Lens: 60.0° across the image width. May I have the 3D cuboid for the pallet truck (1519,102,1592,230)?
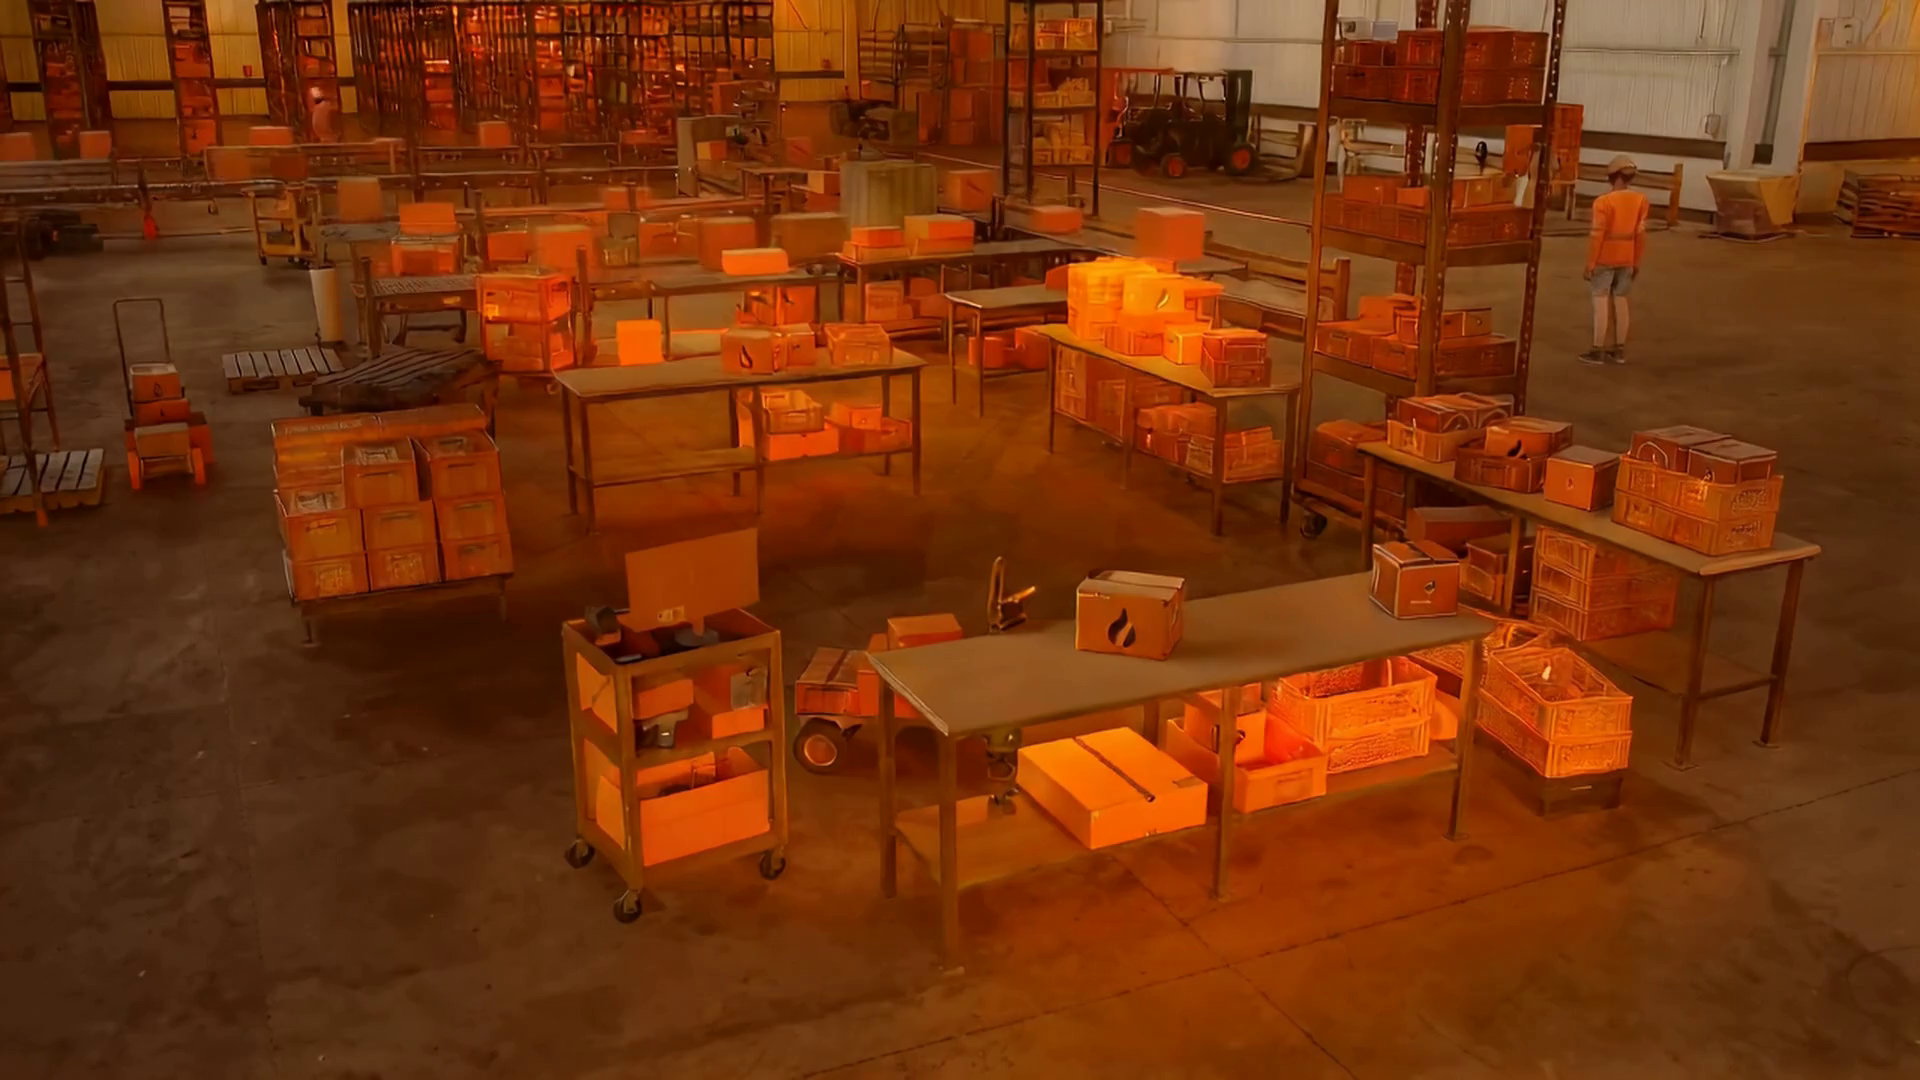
[{"bbox_3d":[9.972,-6.037,26.785,1.885,1.965,0.823,-9,20,-25],"label":"pallet truck"}]

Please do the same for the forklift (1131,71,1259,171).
[{"bbox_3d":[4.998,-8.936,35.413,2.680,1.987,1.157,-9,20,-25],"label":"forklift"}]

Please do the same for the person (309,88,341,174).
[{"bbox_3d":[-13.692,-8.791,35.762,0.458,1.819,0.599,-5,18,-16],"label":"person"}]

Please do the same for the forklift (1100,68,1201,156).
[{"bbox_3d":[4.082,-9.564,37.410,2.680,1.987,1.157,-8,19,-23],"label":"forklift"}]

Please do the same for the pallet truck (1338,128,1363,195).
[{"bbox_3d":[7.845,-7.140,31.411,1.522,1.261,0.704,-9,20,-25],"label":"pallet truck"}]

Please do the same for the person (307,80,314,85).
[{"bbox_3d":[-20.175,-13.773,51.430,0.600,1.835,0.395,-6,19,-18],"label":"person"}]

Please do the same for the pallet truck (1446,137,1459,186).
[{"bbox_3d":[9.184,-6.485,29.328,1.630,1.274,0.653,-8,19,-23],"label":"pallet truck"}]

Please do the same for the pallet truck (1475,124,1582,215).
[{"bbox_3d":[9.707,-6.455,28.103,1.885,1.965,0.823,-7,19,-20],"label":"pallet truck"}]

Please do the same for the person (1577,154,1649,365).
[{"bbox_3d":[6.406,-2.754,16.369,0.615,2.040,0.391,-5,18,-14],"label":"person"}]

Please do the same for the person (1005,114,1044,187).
[{"bbox_3d":[1.287,-7.968,33.103,0.994,1.856,0.666,8,19,25],"label":"person"}]

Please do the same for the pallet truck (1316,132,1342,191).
[{"bbox_3d":[7.723,-7.504,32.656,1.601,1.201,0.680,-8,19,-23],"label":"pallet truck"}]
